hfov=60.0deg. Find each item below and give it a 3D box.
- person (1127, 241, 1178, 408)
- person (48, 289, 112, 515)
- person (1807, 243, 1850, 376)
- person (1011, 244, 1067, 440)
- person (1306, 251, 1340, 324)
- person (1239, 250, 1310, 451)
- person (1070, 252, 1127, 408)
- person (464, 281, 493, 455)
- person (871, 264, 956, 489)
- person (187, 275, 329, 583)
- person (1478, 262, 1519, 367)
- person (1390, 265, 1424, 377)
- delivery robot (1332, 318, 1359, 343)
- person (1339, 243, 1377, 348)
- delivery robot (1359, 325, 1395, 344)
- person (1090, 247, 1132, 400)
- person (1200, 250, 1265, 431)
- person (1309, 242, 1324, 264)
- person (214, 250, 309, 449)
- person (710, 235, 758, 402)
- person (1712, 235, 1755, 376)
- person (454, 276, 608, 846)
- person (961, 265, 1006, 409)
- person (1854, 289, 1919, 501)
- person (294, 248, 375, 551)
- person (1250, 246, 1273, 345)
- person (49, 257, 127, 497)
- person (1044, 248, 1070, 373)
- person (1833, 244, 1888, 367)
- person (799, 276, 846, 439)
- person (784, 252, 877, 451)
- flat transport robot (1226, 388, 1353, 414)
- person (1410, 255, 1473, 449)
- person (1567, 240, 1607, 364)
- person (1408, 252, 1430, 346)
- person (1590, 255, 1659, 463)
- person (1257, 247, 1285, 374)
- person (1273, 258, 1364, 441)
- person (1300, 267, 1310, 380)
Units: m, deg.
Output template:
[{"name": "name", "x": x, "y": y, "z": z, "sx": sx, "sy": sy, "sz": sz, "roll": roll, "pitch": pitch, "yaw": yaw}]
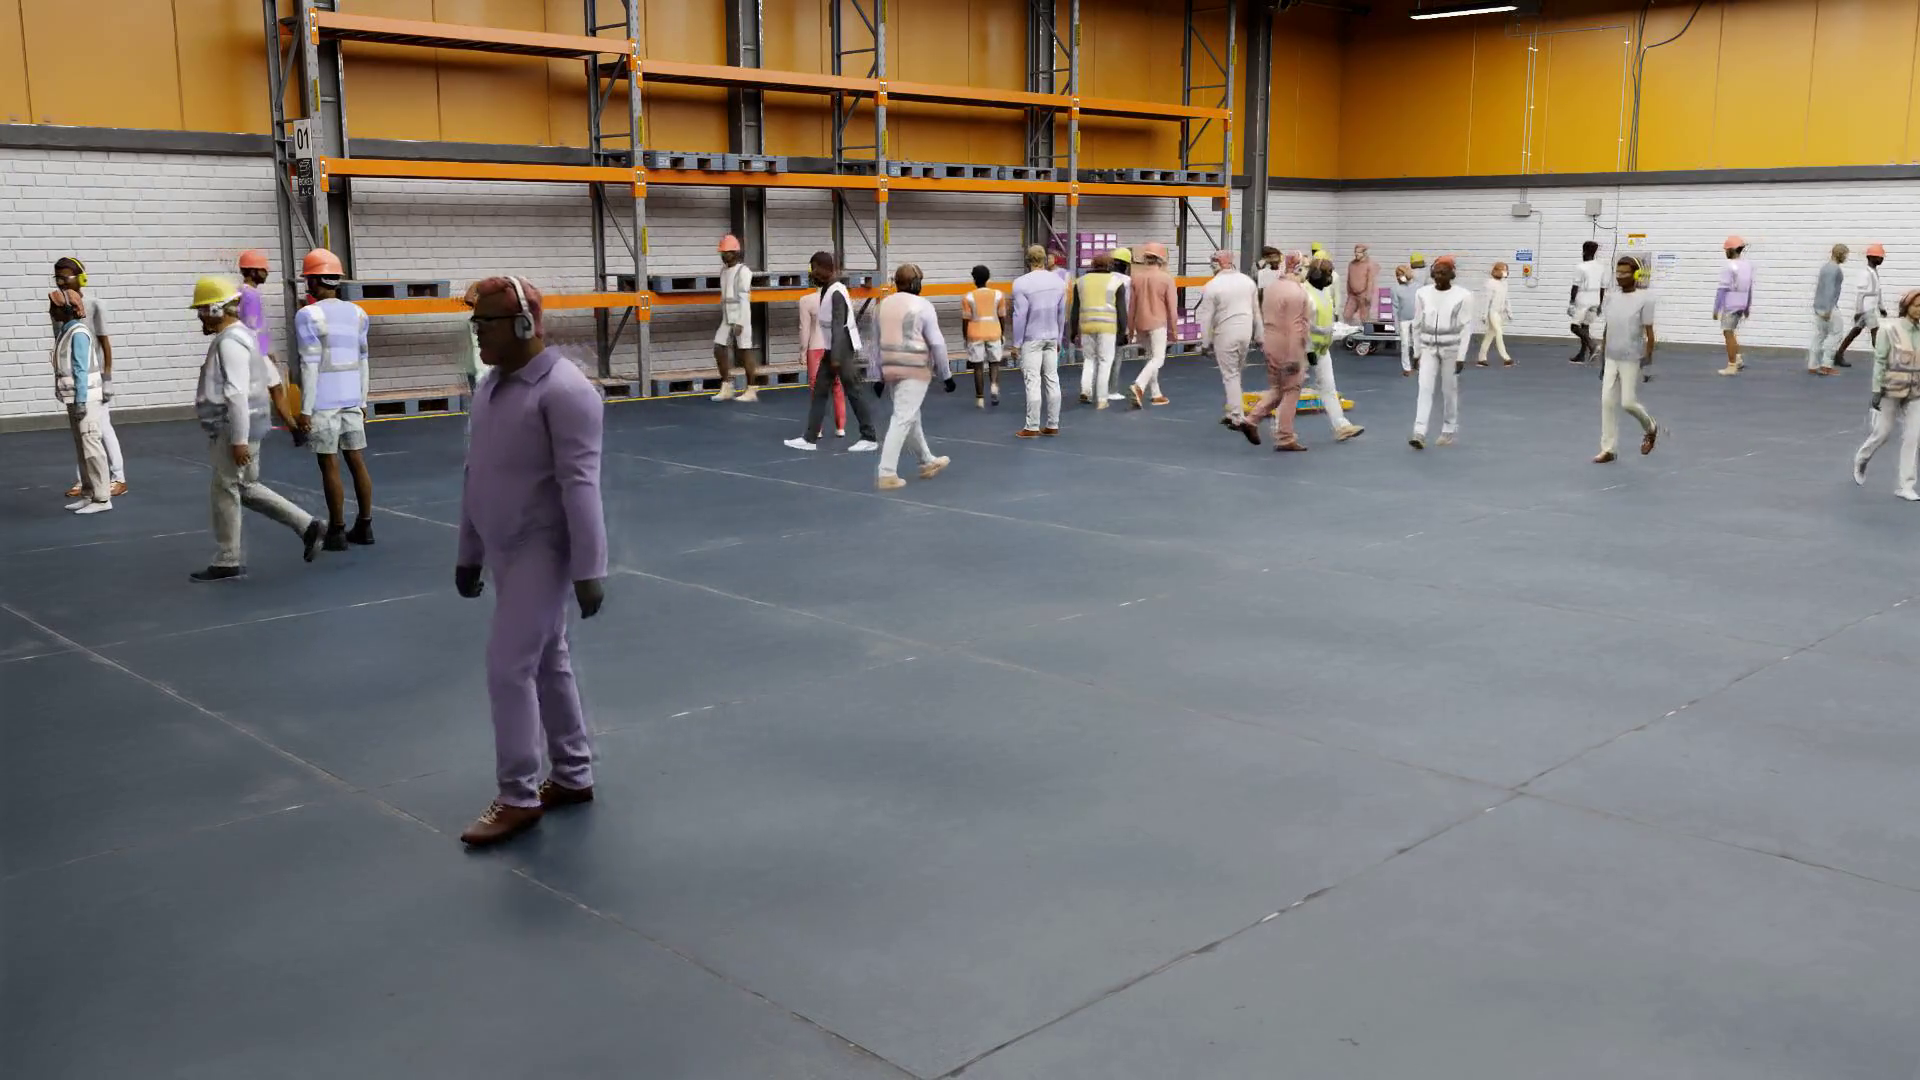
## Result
[{"name": "person", "x": 2.233, "y": -2.530, "z": 19.569, "sx": 0.619, "sy": 1.967, "sz": 0.912, "roll": 9, "pitch": 14, "yaw": 41}, {"name": "person", "x": -6.434, "y": -1.007, "z": 12.154, "sx": 0.313, "sy": 1.635, "sz": 0.515, "roll": -9, "pitch": 13, "yaw": -39}, {"name": "person", "x": 12.573, "y": -3.308, "z": 23.977, "sx": 0.612, "sy": 1.901, "sz": 0.663, "roll": 3, "pitch": 11, "yaw": 16}, {"name": "person", "x": 0.772, "y": -1.964, "z": 16.539, "sx": 0.629, "sy": 1.937, "sz": 0.379, "roll": -7, "pitch": 12, "yaw": -33}, {"name": "person", "x": 5.484, "y": -3.528, "z": 25.513, "sx": 0.611, "sy": 1.778, "sz": 0.948, "roll": 0, "pitch": 10, "yaw": -2}, {"name": "person", "x": 2.976, "y": -1.756, "z": 15.559, "sx": 0.573, "sy": 1.881, "sz": 0.683, "roll": -3, "pitch": 11, "yaw": -14}, {"name": "person", "x": 1.631, "y": -2.449, "z": 19.510, "sx": 0.679, "sy": 1.821, "sz": 0.440, "roll": 4, "pitch": 11, "yaw": 23}, {"name": "person", "x": -4.168, "y": -1.480, "z": 14.746, "sx": 0.515, "sy": 1.613, "sz": 0.532, "roll": -3, "pitch": 11, "yaw": -18}, {"name": "person", "x": -0.370, "y": -1.332, "z": 13.505, "sx": 0.979, "sy": 1.787, "sz": 0.638, "roll": -10, "pitch": 15, "yaw": -44}, {"name": "person", "x": -4.189, "y": -0.660, "z": 9.826, "sx": 0.726, "sy": 1.799, "sz": 0.604, "roll": -4, "pitch": 11, "yaw": -21}, {"name": "person", "x": 8.309, "y": -3.440, "z": 25.481, "sx": 0.526, "sy": 1.593, "sz": 0.801, "roll": -10, "pitch": 14, "yaw": -43}, {"name": "person", "x": 6.403, "y": -3.109, "z": 23.721, "sx": 0.587, "sy": 1.596, "sz": 0.370, "roll": 0, "pitch": 10, "yaw": 2}, {"name": "delivery robot", "x": 6.701, "y": -3.691, "z": 29.473, "sx": 0.707, "sy": 0.478, "sz": 0.477, "roll": 2, "pitch": 11, "yaw": 13}, {"name": "person", "x": 7.110, "y": -4.357, "z": 29.766, "sx": 0.645, "sy": 1.874, "sz": 0.636, "roll": -9, "pitch": 14, "yaw": -40}, {"name": "delivery robot", "x": 7.427, "y": -3.666, "z": 29.335, "sx": 0.707, "sy": 0.478, "sz": 0.477, "roll": -1, "pitch": 10, "yaw": -4}, {"name": "person", "x": 1.793, "y": -2.608, "z": 20.212, "sx": 0.629, "sy": 1.885, "sz": 0.817, "roll": 8, "pitch": 13, "yaw": 37}, {"name": "person", "x": 2.785, "y": -2.084, "z": 17.401, "sx": 0.715, "sy": 1.859, "sz": 0.765, "roll": -6, "pitch": 12, "yaw": -28}, {"name": "person", "x": 6.604, "y": -4.545, "z": 30.750, "sx": 0.603, "sy": 1.878, "sz": 0.948, "roll": 9, "pitch": 14, "yaw": 40}, {"name": "person", "x": -6.622, "y": -1.787, "z": 15.721, "sx": 0.996, "sy": 1.884, "sz": 0.547, "roll": -8, "pitch": 13, "yaw": -36}, {"name": "person", "x": -2.765, "y": -2.651, "z": 20.071, "sx": 0.722, "sy": 2.019, "sz": 0.626, "roll": -10, "pitch": 14, "yaw": -43}, {"name": "person", "x": 11.136, "y": -3.373, "z": 23.979, "sx": 0.636, "sy": 2.021, "sz": 0.464, "roll": -6, "pitch": 12, "yaw": -29}, {"name": "person", "x": -1.549, "y": 0.067, "z": 5.608, "sx": 0.731, "sy": 1.881, "sz": 0.668, "roll": -9, "pitch": 14, "yaw": -40}, {"name": "person", "x": 0.271, "y": -2.371, "z": 19.430, "sx": 0.545, "sy": 1.680, "sz": 0.365, "roll": -2, "pitch": 11, "yaw": -9}, {"name": "person", "x": 7.275, "y": -1.140, "z": 12.903, "sx": 0.518, "sy": 1.617, "sz": 0.664, "roll": 0, "pitch": 10, "yaw": 1}, {"name": "person", "x": -4.056, "y": -0.898, "z": 10.721, "sx": 0.362, "sy": 1.935, "sz": 0.553, "roll": 5, "pitch": 12, "yaw": 25}, {"name": "person", "x": 5.573, "y": -4.482, "z": 30.566, "sx": 0.630, "sy": 1.825, "sz": 0.407, "roll": 7, "pitch": 13, "yaw": 35}, {"name": "person", "x": -6.776, "y": -1.250, "z": 12.874, "sx": 0.509, "sy": 1.857, "sz": 0.351, "roll": 2, "pitch": 11, "yaw": 10}, {"name": "person", "x": 1.393, "y": -3.364, "z": 24.458, "sx": 0.564, "sy": 1.834, "sz": 0.501, "roll": 9, "pitch": 14, "yaw": 40}, {"name": "person", "x": 13.827, "y": -3.545, "z": 25.308, "sx": 0.996, "sy": 1.890, "sz": 0.546, "roll": 8, "pitch": 13, "yaw": 36}, {"name": "person", "x": -1.367, "y": -1.894, "z": 16.628, "sx": 0.533, "sy": 1.765, "sz": 0.326, "roll": -5, "pitch": 11, "yaw": -25}, {"name": "person", "x": -1.225, "y": -1.752, "z": 15.578, "sx": 0.956, "sy": 1.859, "sz": 0.710, "roll": -3, "pitch": 11, "yaw": -17}, {"name": "flat transport robot", "x": 3.795, "y": -1.603, "z": 19.116, "sx": 1.431, "sy": 0.197, "sz": 0.652, "roll": -8, "pitch": 13, "yaw": -37}, {"name": "person", "x": 4.563, "y": -1.782, "z": 15.832, "sx": 0.583, "sy": 1.834, "sz": 0.935, "roll": 7, "pitch": 12, "yaw": 32}, {"name": "person", "x": 9.845, "y": -3.710, "z": 26.029, "sx": 0.638, "sy": 1.949, "sz": 0.646, "roll": -5, "pitch": 11, "yaw": -24}, {"name": "person", "x": 8.358, "y": -4.375, "z": 30.301, "sx": 0.495, "sy": 1.714, "sz": 0.600, "roll": -5, "pitch": 11, "yaw": -25}, {"name": "person", "x": 5.971, "y": -1.613, "z": 14.867, "sx": 0.694, "sy": 1.853, "sz": 0.517, "roll": -7, "pitch": 12, "yaw": -32}, {"name": "person", "x": 4.558, "y": -3.324, "z": 24.229, "sx": 0.505, "sy": 1.838, "sz": 0.689, "roll": 2, "pitch": 11, "yaw": 10}, {"name": "person", "x": 3.503, "y": -1.844, "z": 16.278, "sx": 0.642, "sy": 1.785, "sz": 0.979, "roll": -10, "pitch": 14, "yaw": -42}, {"name": "person", "x": 4.654, "y": -2.993, "z": 22.884, "sx": 0.698, "sy": 1.651, "sz": 0.546, "roll": -3, "pitch": 11, "yaw": -17}]
